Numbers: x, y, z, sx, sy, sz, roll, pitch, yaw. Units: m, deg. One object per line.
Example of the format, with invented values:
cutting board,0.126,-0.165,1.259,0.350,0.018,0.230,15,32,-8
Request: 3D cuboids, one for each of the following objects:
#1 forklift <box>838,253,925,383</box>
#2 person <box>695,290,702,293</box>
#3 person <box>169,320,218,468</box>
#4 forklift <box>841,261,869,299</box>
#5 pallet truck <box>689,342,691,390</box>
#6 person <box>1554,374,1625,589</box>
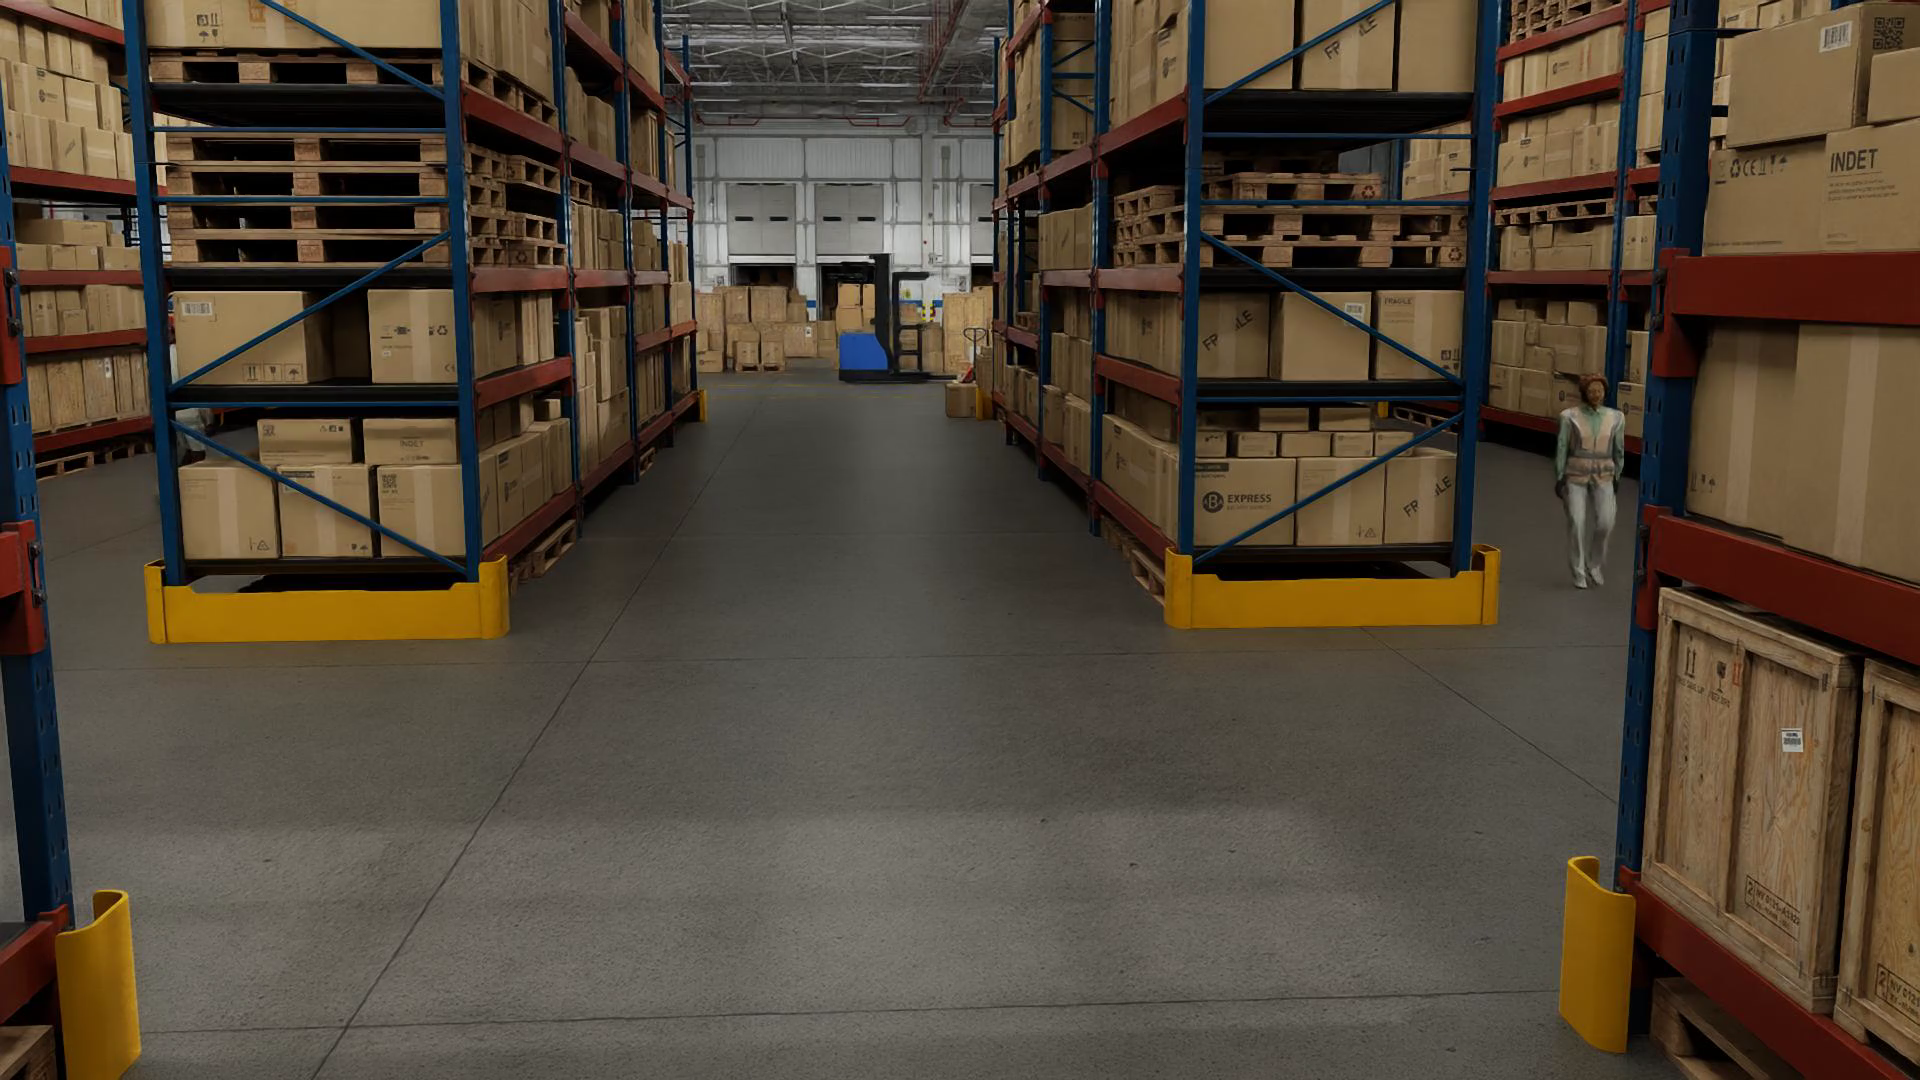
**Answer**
forklift,-1.723,-4.851,36.290,1.873,2.768,1.129,-1,9,-4
person,-7.892,-6.651,50.676,0.945,1.894,0.555,-1,9,-8
person,-7.513,-1.223,16.228,0.651,2.017,0.455,5,11,31
forklift,-3.577,-8.167,57.109,1.129,2.768,1.873,4,10,25
pallet truck,-5.225,-3.008,27.480,1.885,1.965,0.823,2,9,14
person,4.712,-0.433,12.470,0.527,1.623,0.383,1,9,9
